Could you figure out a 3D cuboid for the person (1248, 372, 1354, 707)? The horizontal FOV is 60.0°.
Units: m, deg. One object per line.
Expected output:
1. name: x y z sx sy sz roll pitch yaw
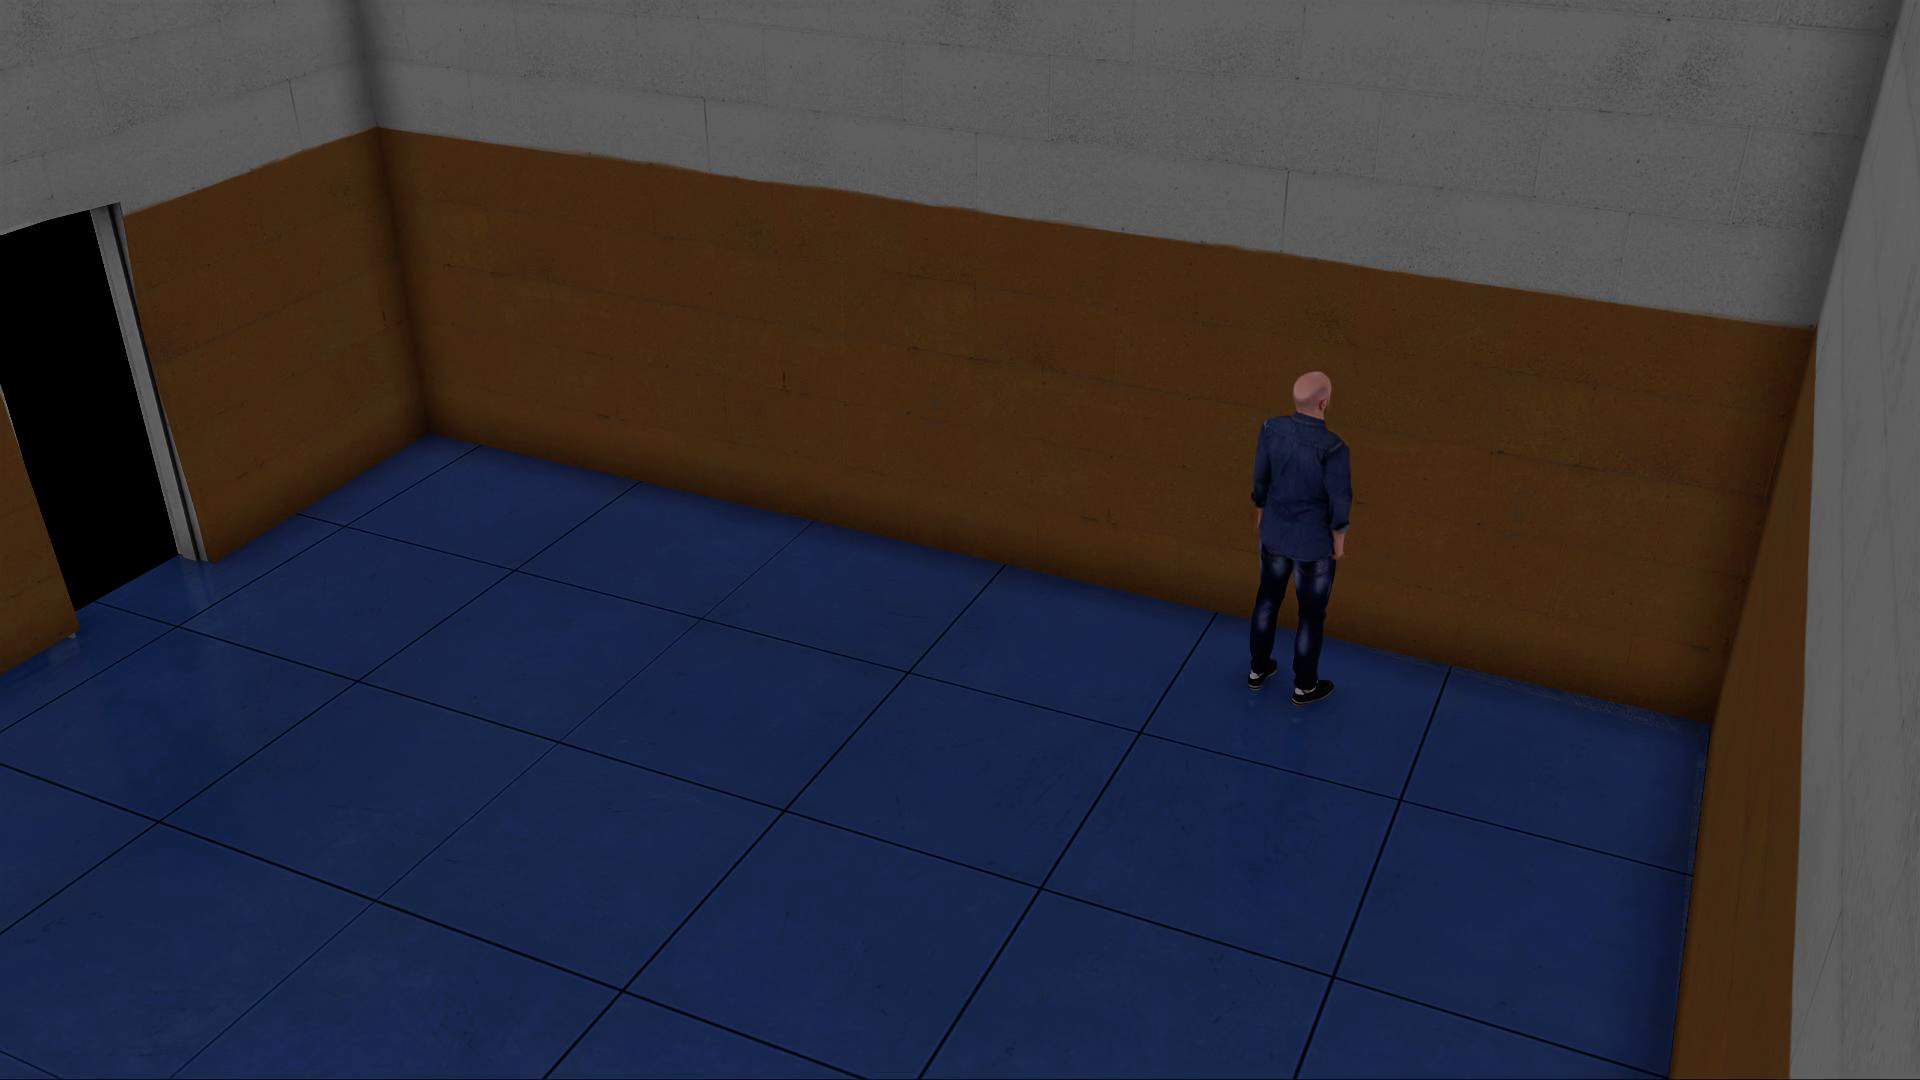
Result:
1. person: 1.730 -0.006 8.487 0.633 1.826 0.833 23 36 35
